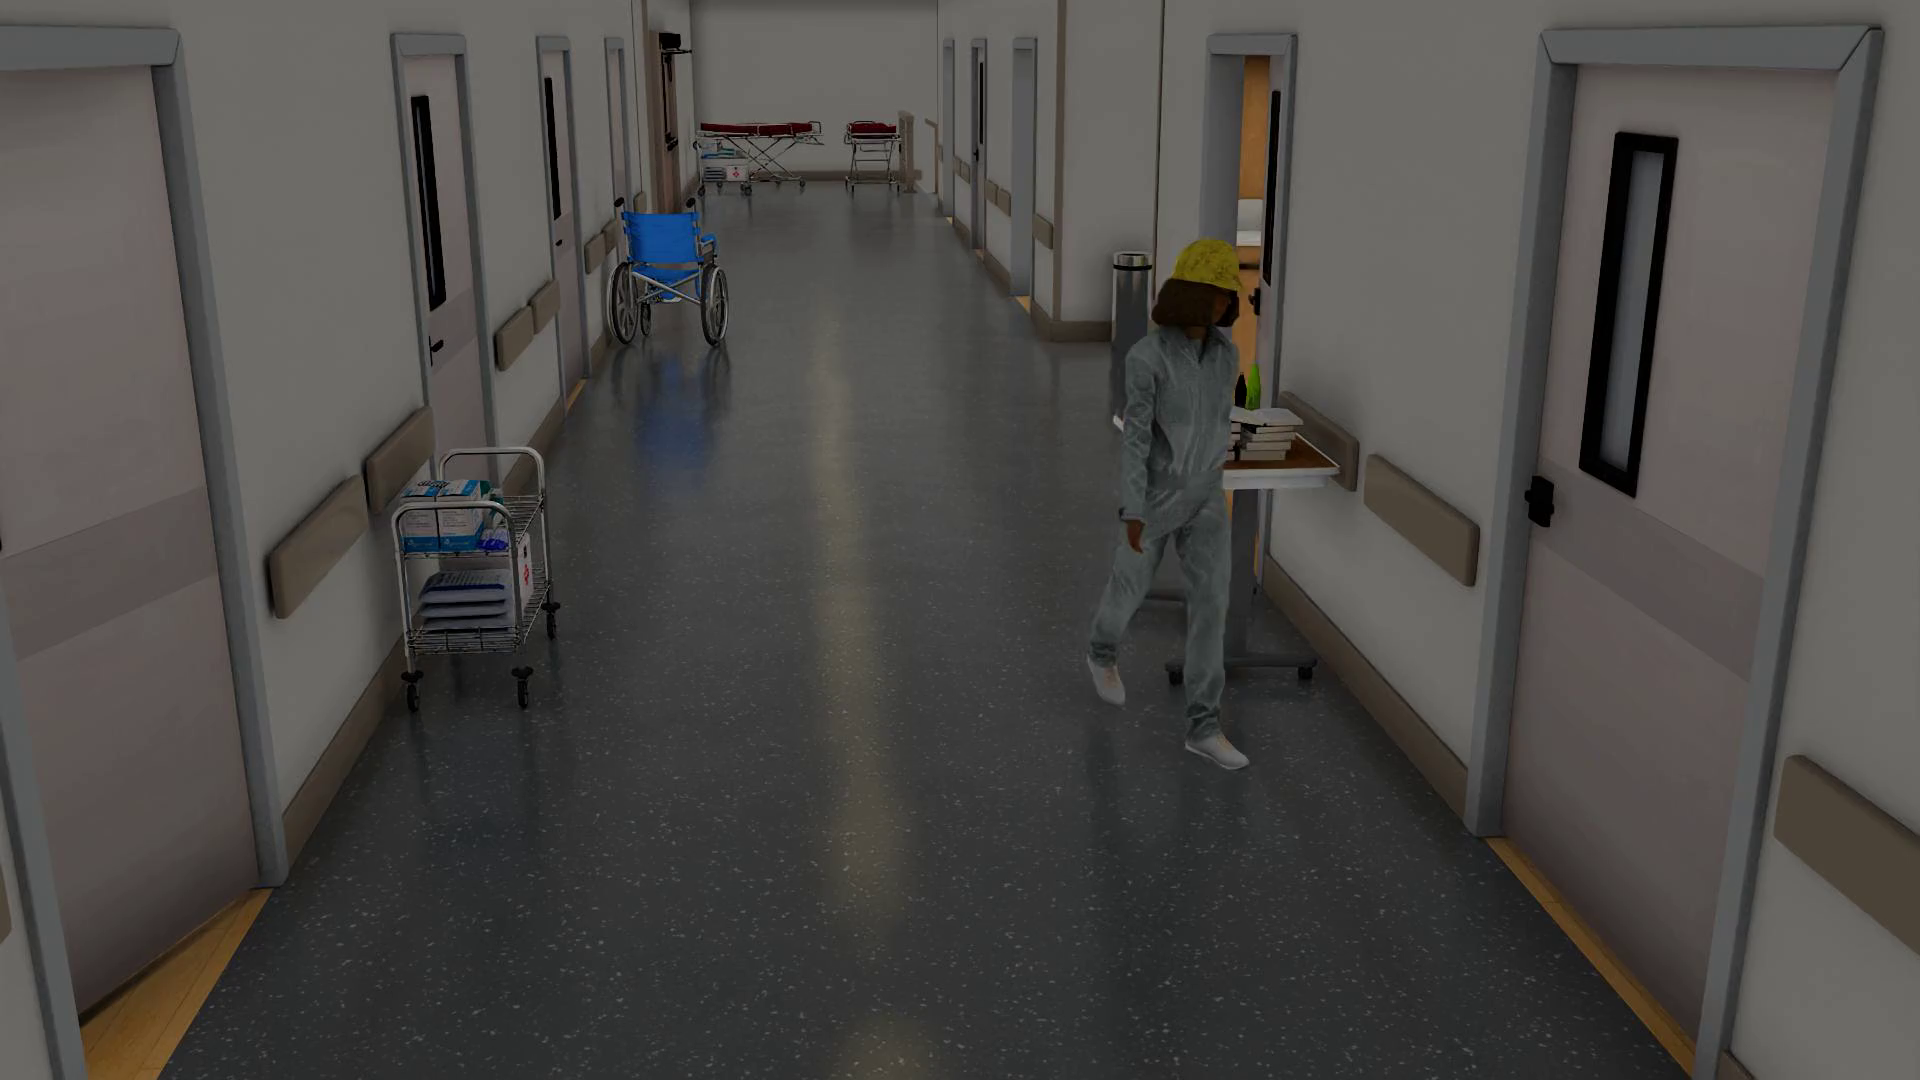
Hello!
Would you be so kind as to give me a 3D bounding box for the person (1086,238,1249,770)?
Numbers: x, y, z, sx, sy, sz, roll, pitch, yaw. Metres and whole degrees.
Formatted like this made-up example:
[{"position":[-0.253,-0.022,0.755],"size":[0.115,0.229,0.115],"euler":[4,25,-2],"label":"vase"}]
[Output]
[{"position":[0.696,-0.162,5.564],"size":[0.501,1.704,0.863],"euler":[-9,19,-27],"label":"person"}]
